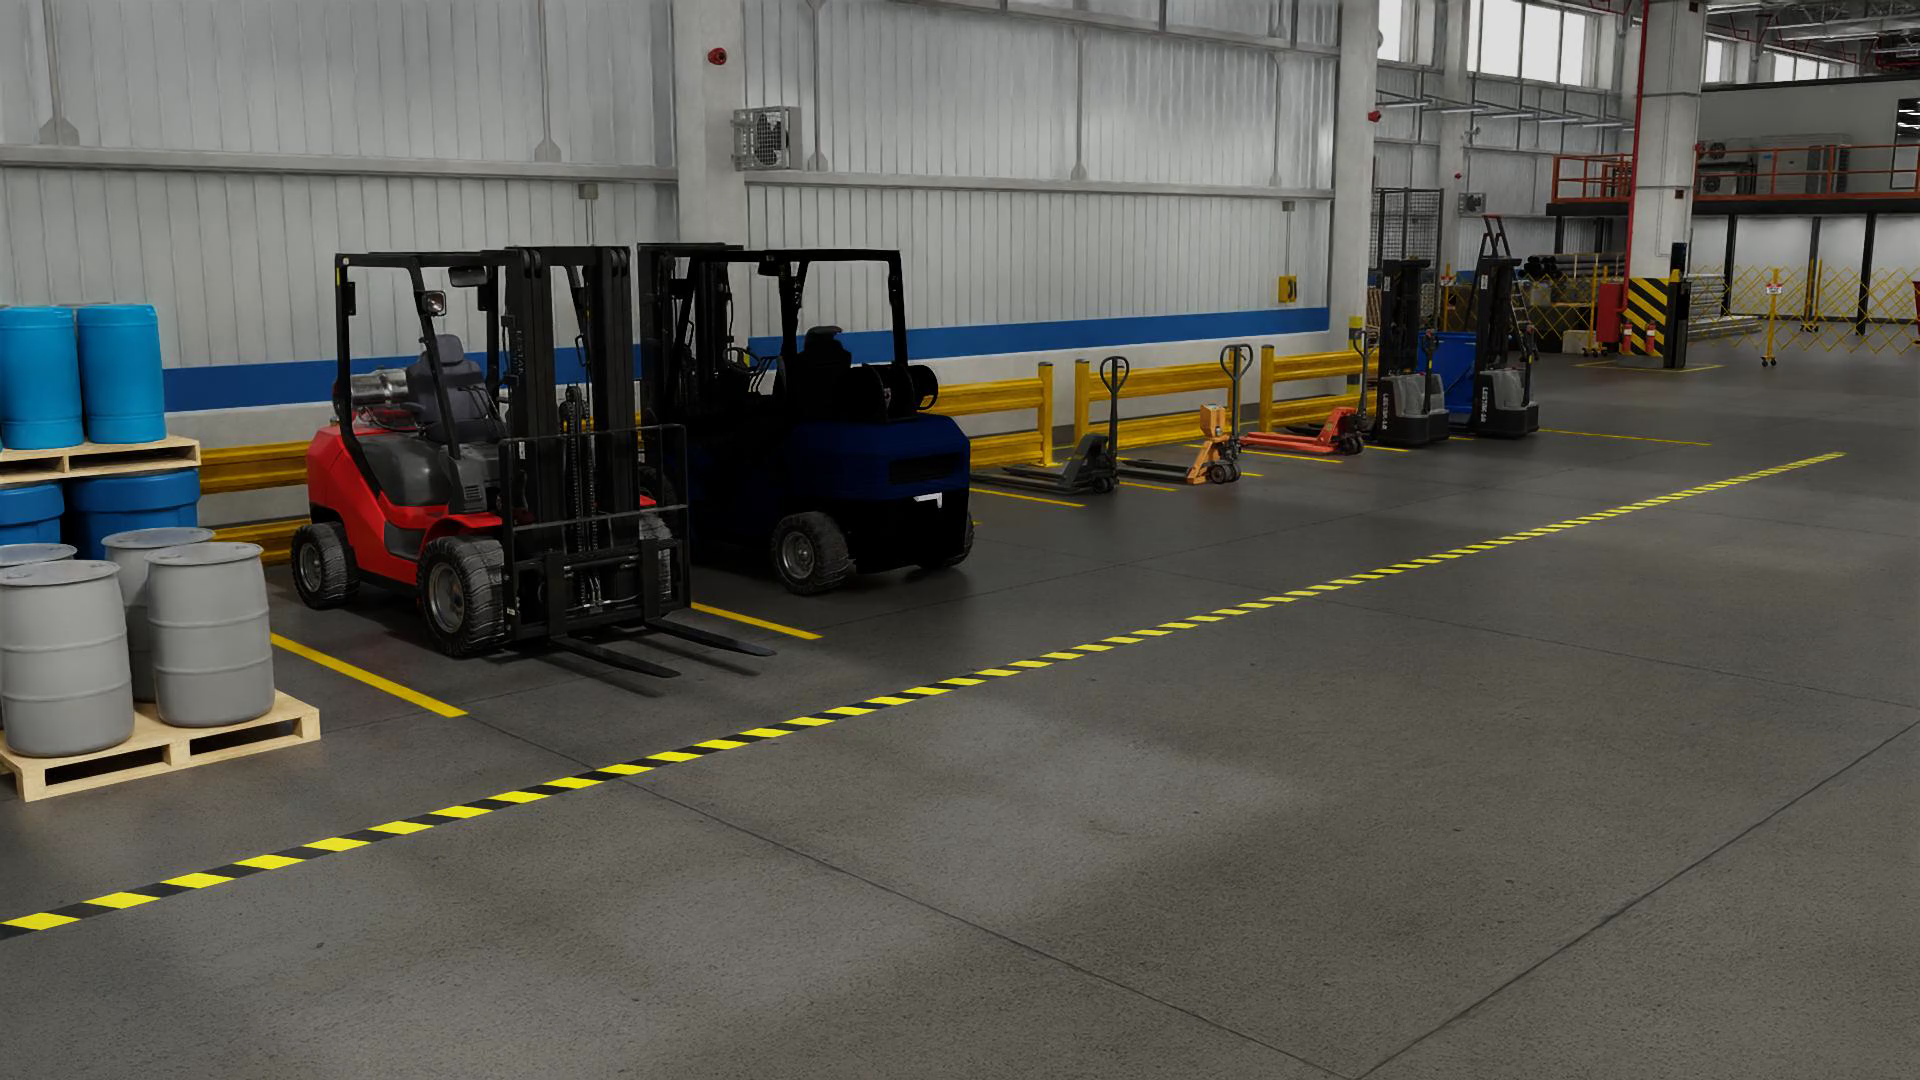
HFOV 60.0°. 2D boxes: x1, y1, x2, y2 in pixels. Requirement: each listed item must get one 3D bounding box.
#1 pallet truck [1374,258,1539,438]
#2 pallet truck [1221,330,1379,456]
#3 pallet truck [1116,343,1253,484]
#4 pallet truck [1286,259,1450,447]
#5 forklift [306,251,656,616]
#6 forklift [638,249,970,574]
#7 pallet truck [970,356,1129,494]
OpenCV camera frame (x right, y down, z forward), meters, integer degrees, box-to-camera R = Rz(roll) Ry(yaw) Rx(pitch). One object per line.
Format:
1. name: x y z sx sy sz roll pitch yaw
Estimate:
1. pallet truck: 5.704 -2.208 18.901 1.885 1.965 0.823 10 14 43
2. pallet truck: 3.563 -1.581 17.381 0.653 1.274 1.630 -10 14 -44
3. pallet truck: 1.962 -1.215 15.415 1.522 1.261 0.704 10 14 43
4. pallet truck: 4.493 -2.078 18.196 0.823 1.965 1.885 -9 14 -40
5. forklift: -2.833 -0.669 9.694 1.157 1.987 2.680 -10 14 -44
6. forklift: -1.173 -0.958 11.239 2.680 1.987 1.157 10 14 43
7. pallet truck: 0.784 -1.085 14.876 0.680 1.201 1.601 -10 14 -44
